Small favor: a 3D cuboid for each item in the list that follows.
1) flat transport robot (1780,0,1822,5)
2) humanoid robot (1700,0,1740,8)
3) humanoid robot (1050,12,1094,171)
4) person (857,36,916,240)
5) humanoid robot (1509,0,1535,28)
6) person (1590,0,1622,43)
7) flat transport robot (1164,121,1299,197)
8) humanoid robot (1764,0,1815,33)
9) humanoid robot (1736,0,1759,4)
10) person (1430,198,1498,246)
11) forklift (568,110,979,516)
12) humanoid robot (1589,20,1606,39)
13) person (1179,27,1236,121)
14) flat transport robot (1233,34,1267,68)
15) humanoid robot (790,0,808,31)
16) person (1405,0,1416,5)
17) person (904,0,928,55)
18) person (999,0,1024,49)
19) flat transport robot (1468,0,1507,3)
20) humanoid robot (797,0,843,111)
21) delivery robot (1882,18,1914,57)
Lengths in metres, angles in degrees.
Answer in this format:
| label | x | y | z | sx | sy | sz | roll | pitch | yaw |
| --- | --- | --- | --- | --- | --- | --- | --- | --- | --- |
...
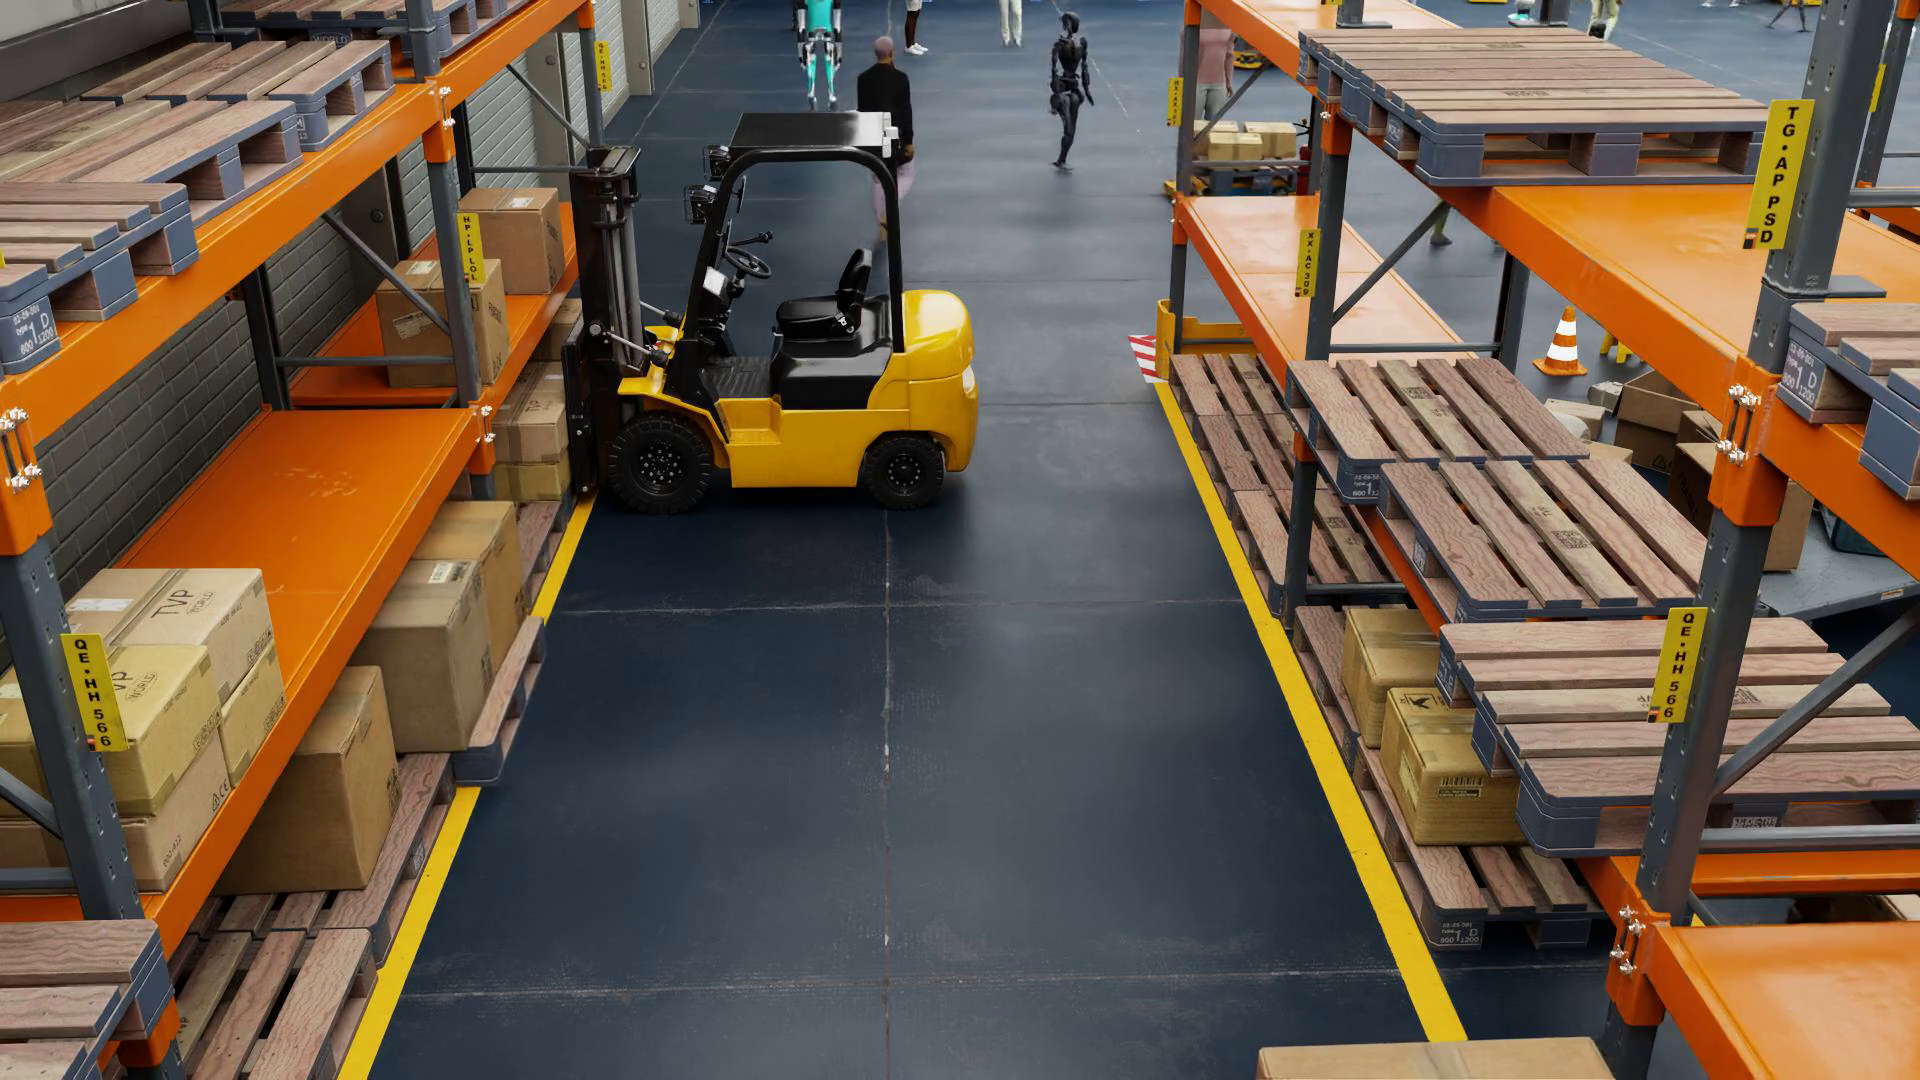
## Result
| label | x | y | z | sx | sy | sz | roll | pitch | yaw |
| --- | --- | --- | --- | --- | --- | --- | --- | --- | --- |
| flat transport robot | 15.221 | -9.970 | 30.418 | 0.659 | 0.231 | 1.431 | 2 | 25 | 4 |
| humanoid robot | 13.615 | -10.238 | 29.303 | 0.574 | 1.781 | 0.883 | -14 | 29 | -27 |
| humanoid robot | 1.197 | -4.809 | 17.841 | 0.384 | 1.655 | 0.590 | 23 | 34 | 39 |
| person | -0.664 | -3.647 | 15.177 | 0.557 | 1.846 | 0.435 | 10 | 27 | 21 |
| humanoid robot | 6.292 | -4.983 | 18.140 | 0.759 | 1.781 | 0.545 | 5 | 26 | 10 |
| person | 9.491 | -8.035 | 24.439 | 0.547 | 1.871 | 0.465 | 20 | 32 | 36 |
| flat transport robot | 2.861 | -3.608 | 16.944 | 1.431 | 0.231 | 0.659 | -4 | 26 | -8 |
| humanoid robot | 13.588 | -9.065 | 26.927 | 0.793 | 1.633 | 0.587 | 14 | 29 | 27 |
| humanoid robot | 14.316 | -10.483 | 29.861 | 0.602 | 1.648 | 0.375 | -21 | 32 | -37 |
| person | 4.725 | -3.478 | 15.016 | 0.892 | 1.662 | 0.455 | -6 | 26 | -12 |
| forklift | -1.043 | -1.379 | 9.976 | 2.313 | 2.155 | 1.214 | -1 | 25 | -2 |
| humanoid robot | 6.643 | -4.573 | 17.396 | 0.610 | 1.639 | 0.710 | -3 | 25 | -7 |
| person | 2.592 | -4.796 | 17.506 | 0.634 | 1.937 | 0.356 | -8 | 26 | -16 |
| flat transport robot | 4.381 | -7.102 | 24.343 | 0.659 | 0.231 | 1.431 | 23 | 34 | 40 |
| humanoid robot | -2.646 | -9.020 | 26.766 | 0.466 | 1.628 | 0.613 | 16 | 29 | 30 |
| person | 6.841 | -8.462 | 25.390 | 0.387 | 1.837 | 0.561 | 23 | 33 | 39 |
| person | -0.685 | -8.258 | 24.884 | 0.356 | 1.898 | 0.554 | 5 | 26 | 11 |
| person | 0.762 | -8.367 | 25.330 | 0.552 | 1.714 | 0.710 | -1 | 25 | -2 |
| flat transport robot | 9.675 | -10.072 | 30.633 | 0.659 | 0.231 | 1.431 | 5 | 26 | 9 |
| humanoid robot | -1.635 | -5.587 | 19.446 | 0.538 | 1.802 | 0.796 | -1 | 25 | -2 |
| delivery robot | 13.811 | -7.437 | 24.740 | 0.807 | 0.613 | 0.499 | -14 | 29 | -28 |
